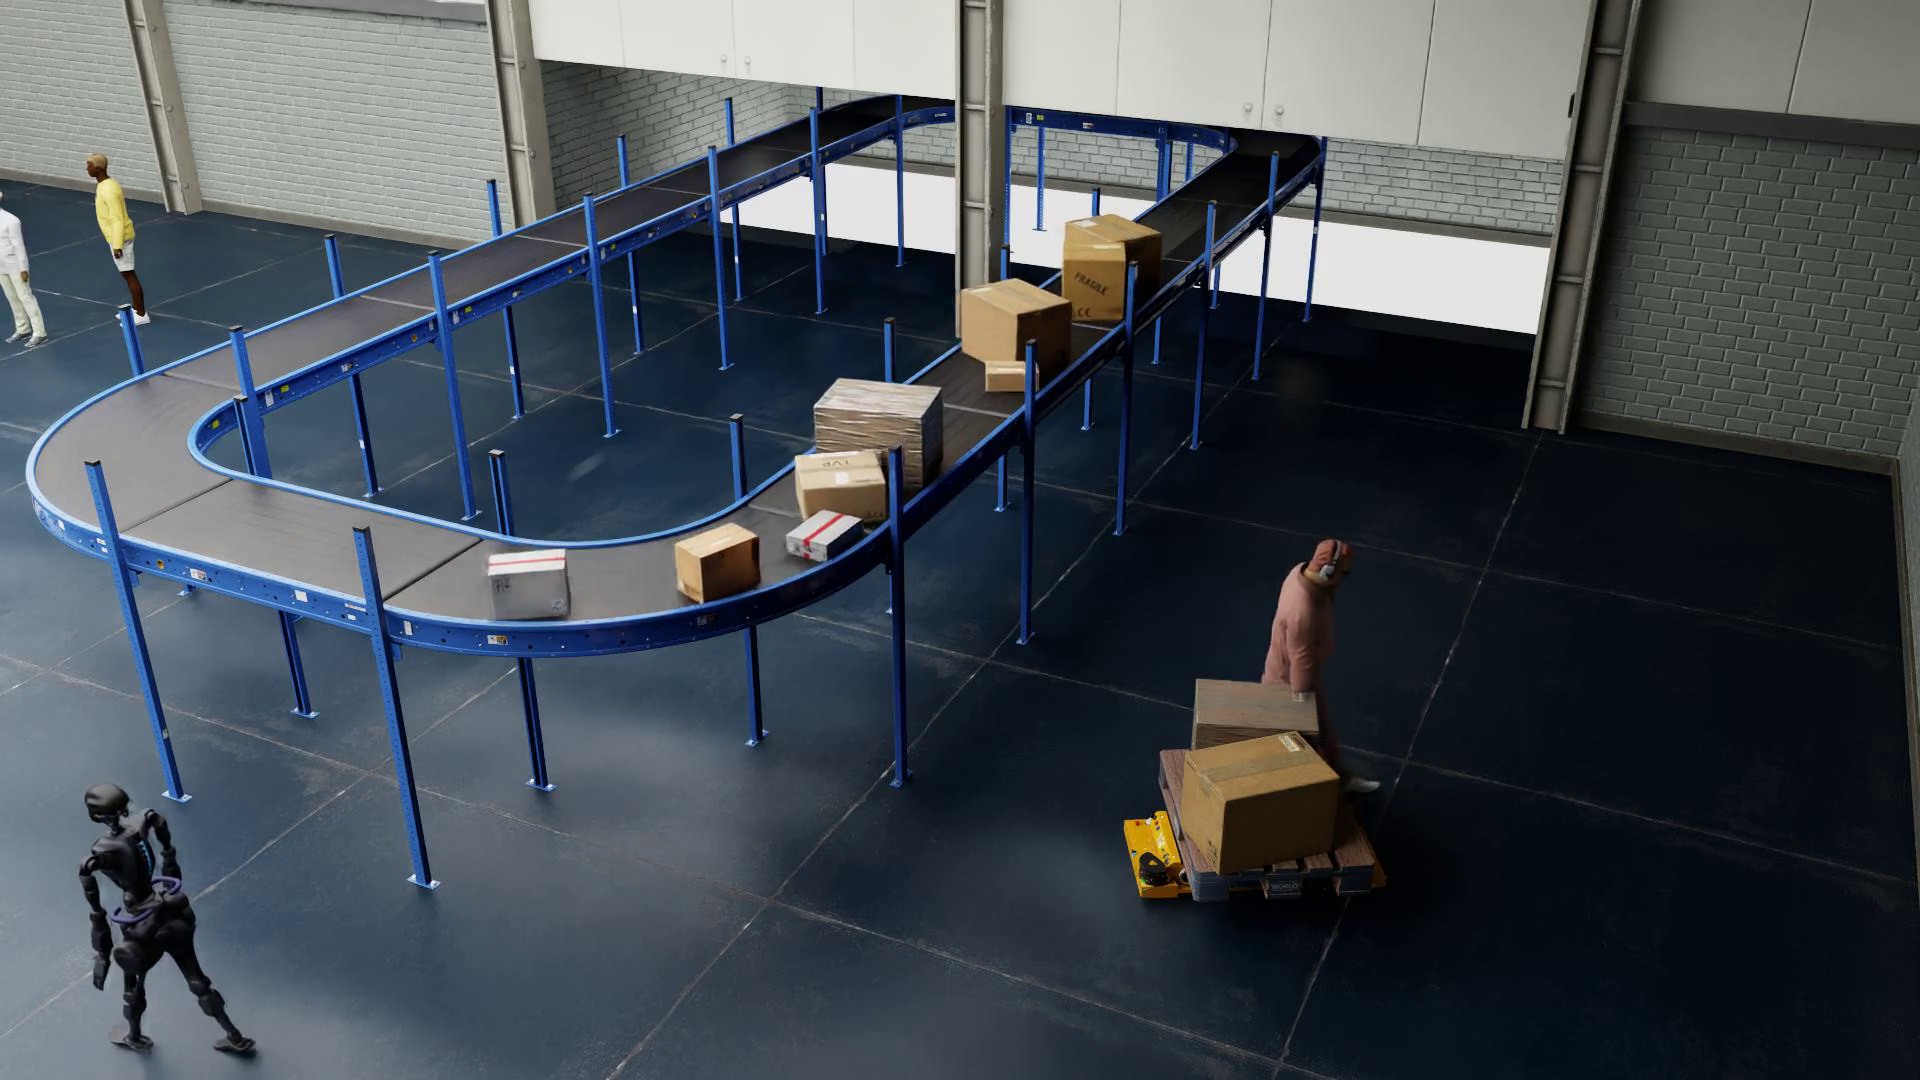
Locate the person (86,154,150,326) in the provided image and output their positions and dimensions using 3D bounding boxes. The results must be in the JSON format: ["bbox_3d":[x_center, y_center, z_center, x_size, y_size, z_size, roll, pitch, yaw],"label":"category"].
[{"bbox_3d":[-9.271,-3.302,18.298,0.376,1.899,0.543,-14,30,-26],"label":"person"}]

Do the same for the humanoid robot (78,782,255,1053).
[{"bbox_3d":[-3.977,1.881,8.156,0.781,1.629,0.602,9,28,17],"label":"humanoid robot"}]

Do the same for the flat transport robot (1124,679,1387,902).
[{"bbox_3d":[1.728,1.823,9.803,1.431,0.231,0.659,-2,26,-3],"label":"flat transport robot"}]

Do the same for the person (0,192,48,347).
[{"bbox_3d":[-10.152,-2.927,17.715,0.565,1.743,0.349,12,29,23],"label":"person"}]

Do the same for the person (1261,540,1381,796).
[{"bbox_3d":[2.088,0.787,10.134,0.915,1.848,0.704,9,28,18],"label":"person"}]
